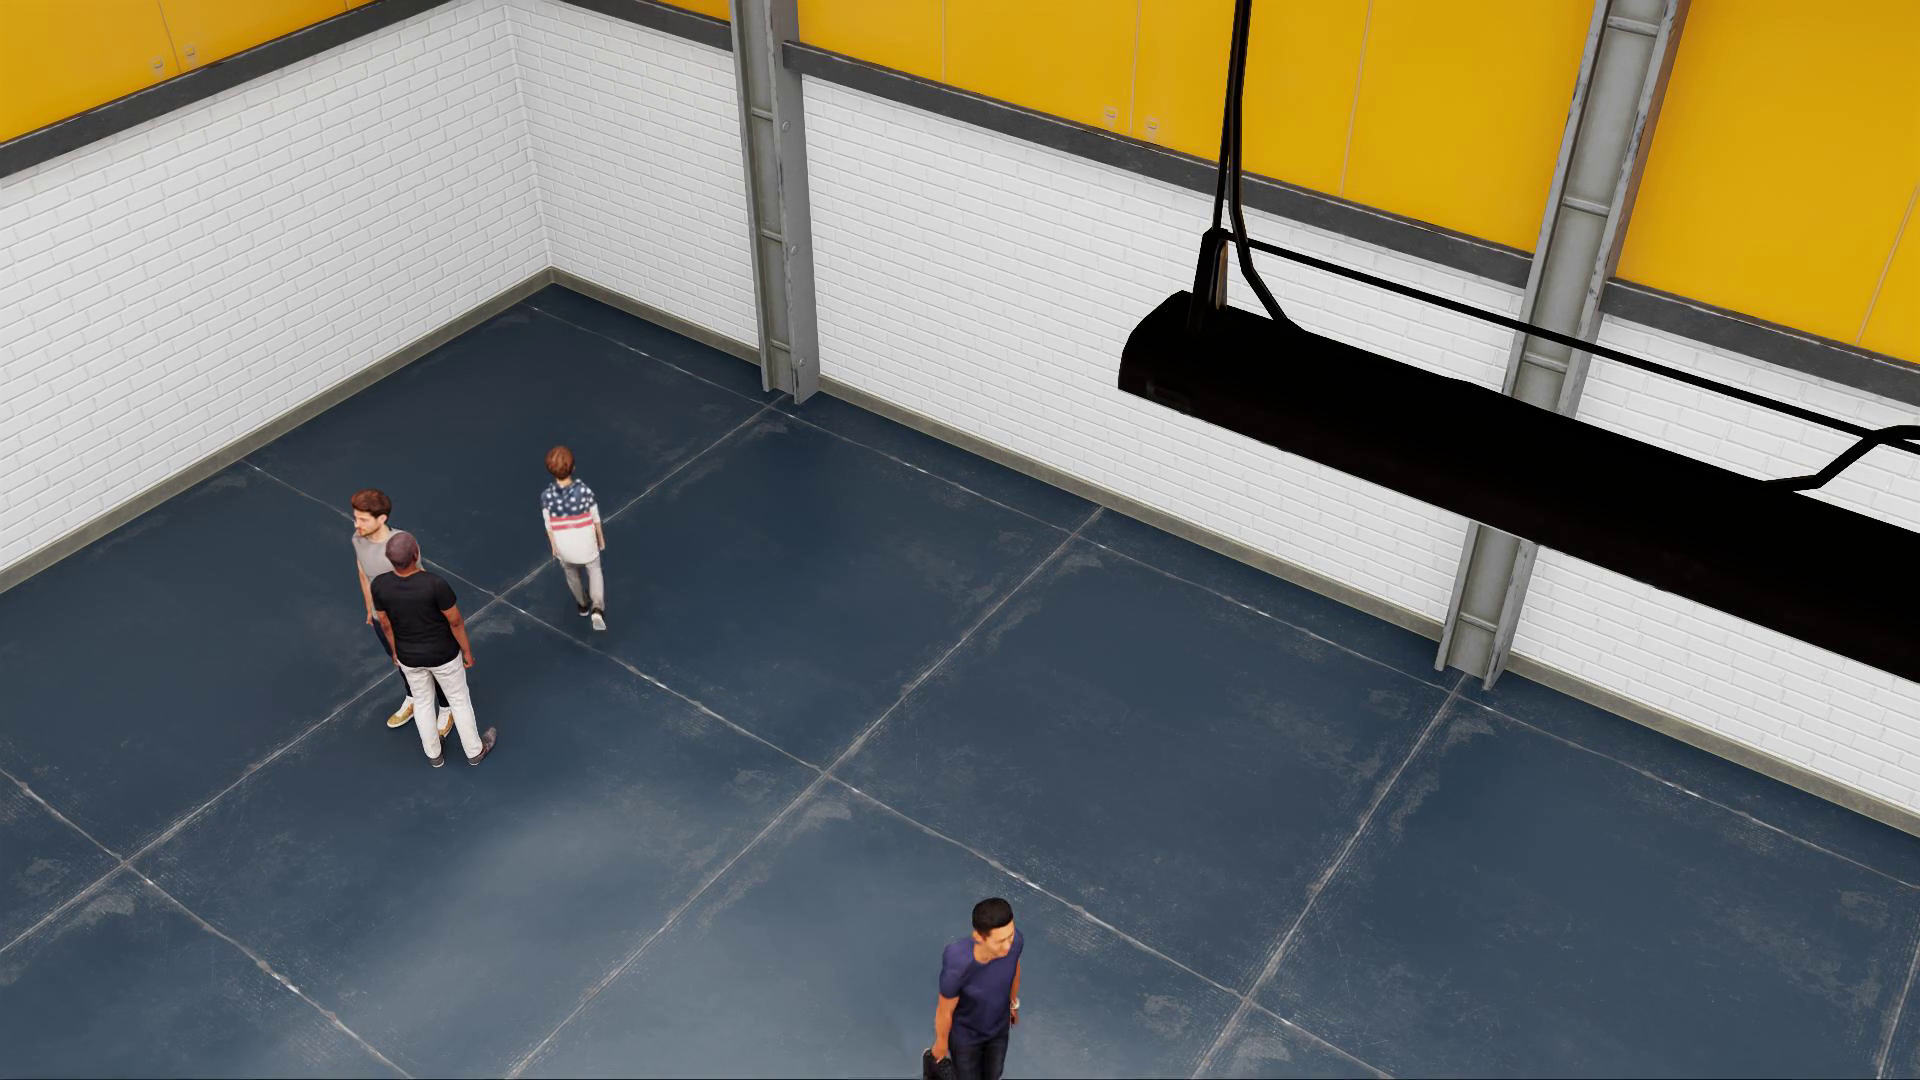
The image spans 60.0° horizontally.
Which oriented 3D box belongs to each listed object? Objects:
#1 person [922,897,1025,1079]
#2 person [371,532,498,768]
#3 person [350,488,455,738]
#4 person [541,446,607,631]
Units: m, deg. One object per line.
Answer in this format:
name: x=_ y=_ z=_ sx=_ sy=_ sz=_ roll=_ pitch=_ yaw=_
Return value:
person: x=0.040 y=2.306 z=8.168 sx=0.820 sy=1.770 sz=0.931 roll=-22 pitch=44 yaw=-25
person: x=-3.246 y=0.690 z=10.164 sx=0.732 sy=1.805 sz=0.818 roll=-1 pitch=39 yaw=-1
person: x=-3.493 y=0.453 z=10.388 sx=0.558 sy=1.894 sz=0.764 roll=15 pitch=41 yaw=18
person: x=-2.618 y=0.020 z=11.306 sx=0.806 sy=1.427 sz=0.886 roll=-8 pitch=39 yaw=-10
